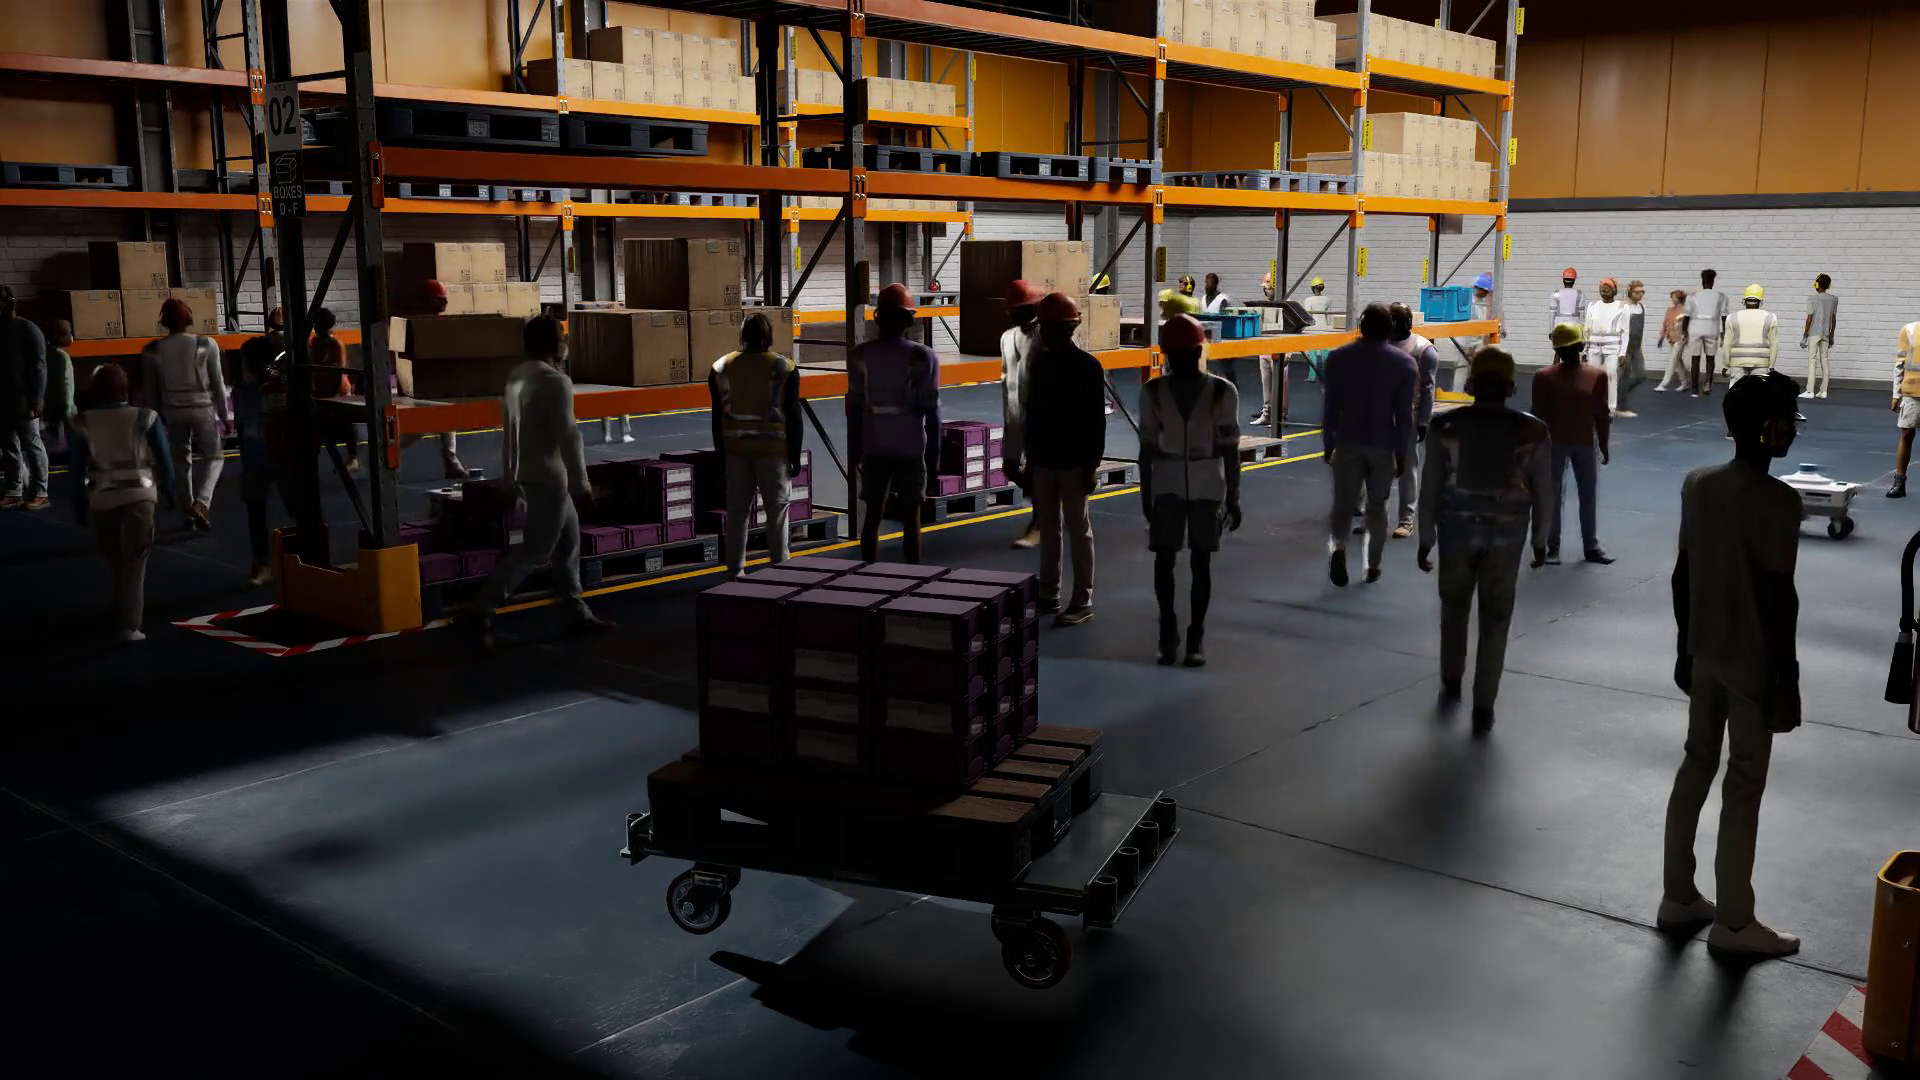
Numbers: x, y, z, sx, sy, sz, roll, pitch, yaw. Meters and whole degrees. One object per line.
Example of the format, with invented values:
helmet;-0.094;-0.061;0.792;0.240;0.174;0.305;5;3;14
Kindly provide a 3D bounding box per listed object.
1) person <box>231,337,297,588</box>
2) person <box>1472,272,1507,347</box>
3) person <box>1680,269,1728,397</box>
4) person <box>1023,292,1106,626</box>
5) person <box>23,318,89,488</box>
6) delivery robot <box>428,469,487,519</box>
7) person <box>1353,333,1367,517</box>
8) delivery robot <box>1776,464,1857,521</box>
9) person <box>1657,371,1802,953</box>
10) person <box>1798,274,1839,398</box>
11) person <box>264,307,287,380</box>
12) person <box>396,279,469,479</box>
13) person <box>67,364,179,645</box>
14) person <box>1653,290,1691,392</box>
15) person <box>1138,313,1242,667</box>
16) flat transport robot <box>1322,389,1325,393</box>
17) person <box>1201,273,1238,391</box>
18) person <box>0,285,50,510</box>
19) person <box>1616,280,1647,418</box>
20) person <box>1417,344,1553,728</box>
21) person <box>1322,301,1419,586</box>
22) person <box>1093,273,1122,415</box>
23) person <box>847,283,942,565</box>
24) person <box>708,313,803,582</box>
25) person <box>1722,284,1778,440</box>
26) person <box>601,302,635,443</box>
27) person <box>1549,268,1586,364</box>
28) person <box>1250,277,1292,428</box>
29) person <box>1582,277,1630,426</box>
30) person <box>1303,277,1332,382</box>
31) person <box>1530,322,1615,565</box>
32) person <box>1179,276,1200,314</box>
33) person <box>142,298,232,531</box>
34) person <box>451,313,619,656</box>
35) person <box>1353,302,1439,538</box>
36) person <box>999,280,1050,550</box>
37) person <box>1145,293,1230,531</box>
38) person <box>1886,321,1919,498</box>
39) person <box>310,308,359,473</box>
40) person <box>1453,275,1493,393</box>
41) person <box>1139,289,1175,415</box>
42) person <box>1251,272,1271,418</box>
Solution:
person;-4.637;-0.549;11.282;0.533;1.672;0.746;0;10;2
person;8.554;-3.411;27.066;0.641;1.859;0.946;-3;10;-18
person;11.294;-3.139;25.256;0.629;1.936;0.451;3;10;18
person;0.595;-0.483;9.988;0.397;1.992;0.623;-8;13;-39
person;-8.450;-1.257;15.495;0.509;1.605;0.664;8;13;37
delivery robot;-3.720;-0.307;12.814;0.477;0.478;0.707;9;13;41
person;3.413;-0.987;13.909;0.352;1.622;0.539;-4;11;-23
delivery robot;6.658;-0.359;13.113;0.707;0.478;0.477;7;12;35
person;2.513;0.392;5.360;0.324;1.871;0.526;-3;10;-17
person;12.925;-3.065;25.047;0.508;1.872;0.329;-1;10;-7
person;-7.288;-1.688;17.903;0.497;1.628;0.276;7;12;33
person;-5.225;-1.558;16.226;0.832;1.972;0.613;-3;10;-15
person;-4.849;-0.222;9.661;0.520;1.586;0.900;-2;10;-13
person;11.254;-3.124;26.163;0.837;1.594;0.522;-3;10;-15
person;1.228;-0.249;8.905;0.570;1.914;0.483;2;10;11
flat transport robot;6.070;-2.413;25.880;0.652;0.197;1.431;4;11;20
person;3.871;-3.095;25.225;0.987;1.877;0.609;-6;12;-30
person;-8.170;-1.222;14.353;0.633;1.939;0.368;3;10;14
person;8.901;-2.534;22.117;0.548;1.832;0.424;-5;11;-27
person;2.543;-0.046;8.071;0.618;1.789;0.886;3;10;17
person;2.687;-0.623;11.024;0.631;1.914;0.804;4;11;21
person;1.917;-2.656;22.570;0.586;1.921;0.379;8;13;38
person;-0.399;-0.585;10.453;0.606;2.037;0.389;3;10;15
person;-1.335;-0.578;11.012;0.622;1.835;0.430;2;10;10
person;9.268;-2.080;19.535;0.588;1.835;0.403;4;11;24
person;-3.994;-1.935;19.290;0.510;1.633;0.294;1;10;8
person;9.754;-3.400;26.762;0.545;1.938;0.361;3;10;17
person;3.946;-2.362;20.961;0.407;1.902;0.639;-5;11;-24
person;8.204;-2.395;21.183;0.574;1.887;0.355;9;14;43
person;6.005;-3.535;28.014;0.523;1.769;0.324;-4;11;-21
person;4.373;-0.672;11.812;0.654;1.726;0.422;2;10;11
person;3.213;-2.771;23.410;0.318;1.861;0.521;-2;10;-9
person;-6.096;-0.974;13.138;0.622;1.868;0.635;-2;10;-10
person;-2.423;-0.318;9.341;0.962;1.902;0.624;-7;12;-34
person;3.390;-0.937;13.025;0.624;1.840;0.429;8;13;39
person;0.547;-0.942;12.545;0.611;2.026;0.549;9;13;42
person;1.805;-0.961;12.957;0.688;1.905;0.609;5;11;28
person;8.668;-1.322;14.924;0.545;1.941;0.351;7;12;36
person;-6.304;-1.456;16.435;0.548;1.661;0.800;7;12;36
person;7.153;-2.722;23.046;0.729;1.886;0.656;10;14;43
person;2.558;-2.291;20.989;0.543;1.750;0.428;-6;12;-31
person;4.101;-2.551;21.923;0.361;1.938;0.545;-3;10;-18
